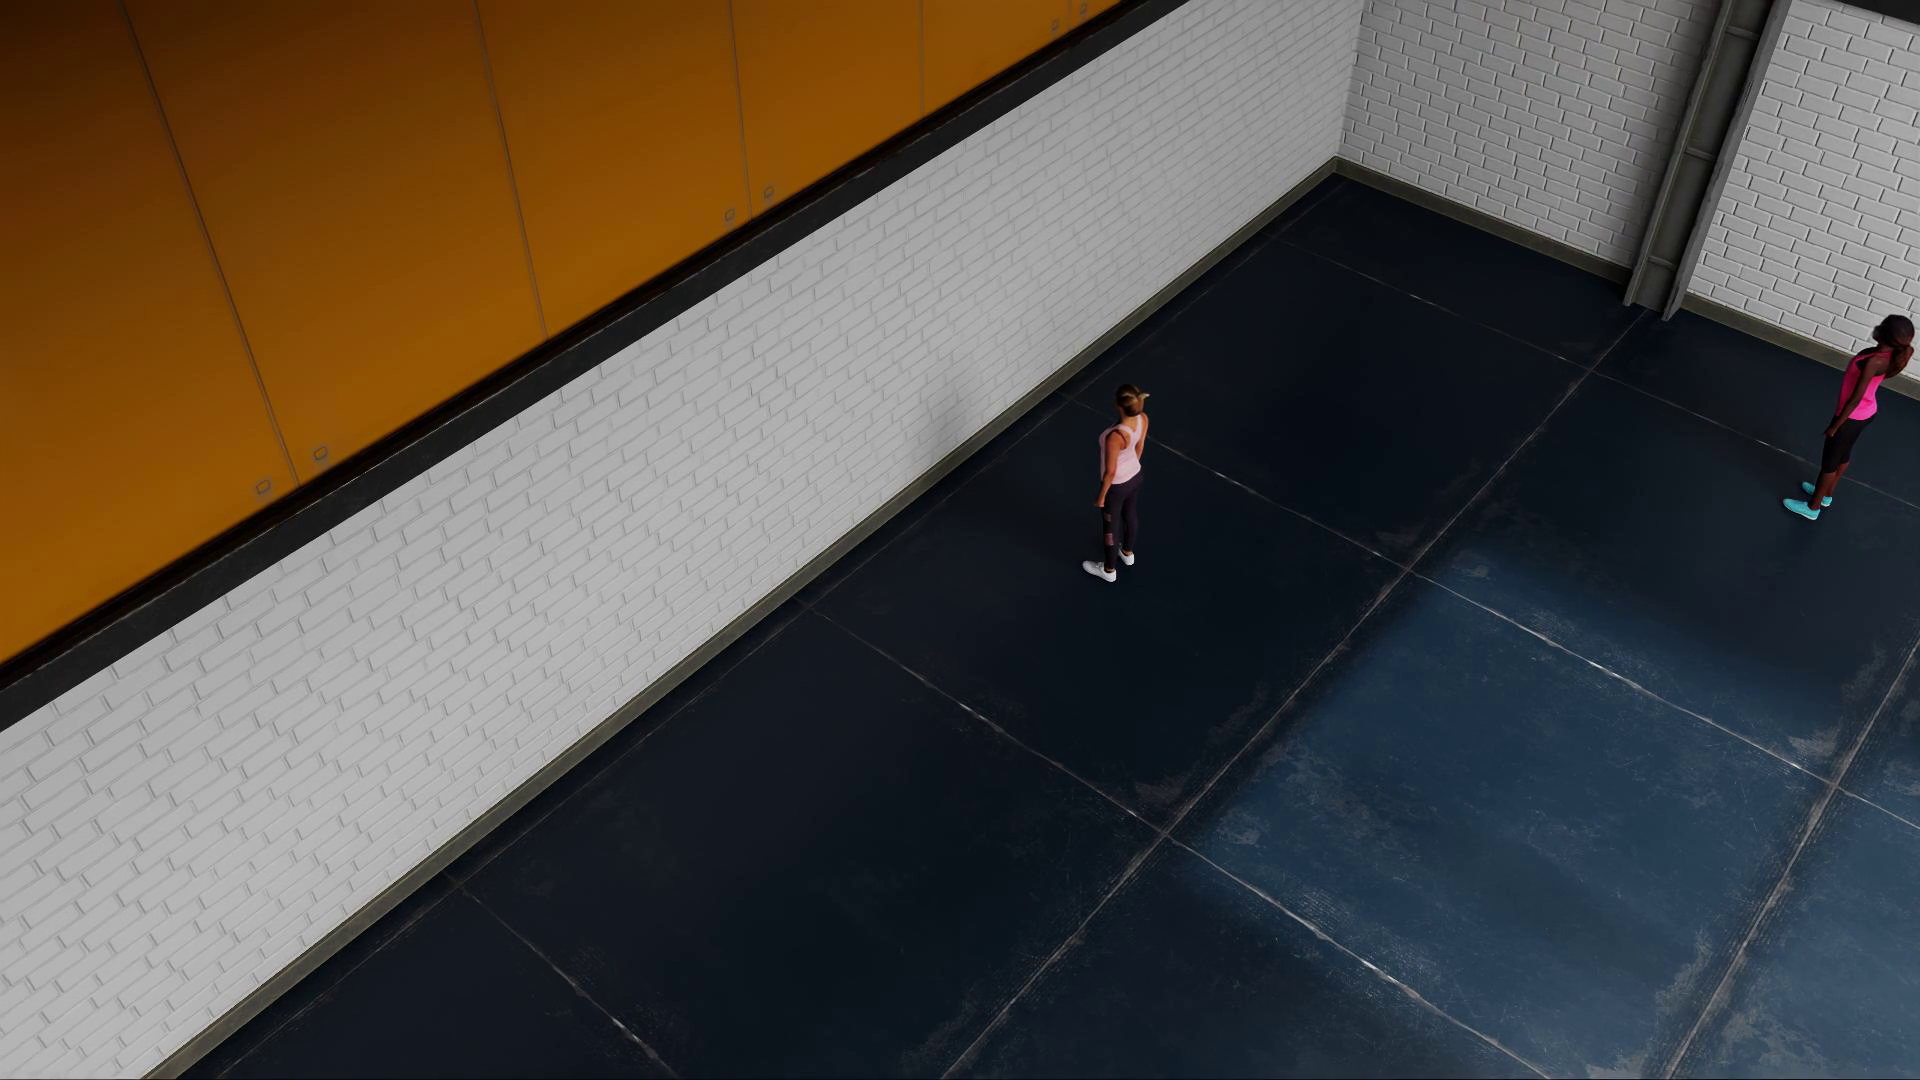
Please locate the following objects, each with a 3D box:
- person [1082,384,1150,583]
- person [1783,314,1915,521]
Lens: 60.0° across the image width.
[{"bbox_3d":[1.099,-0.399,11.246,0.541,1.641,0.561,32,52,29],"label":"person"},{"bbox_3d":[6.277,-0.870,11.682,0.582,1.720,0.587,-31,52,-28],"label":"person"}]
